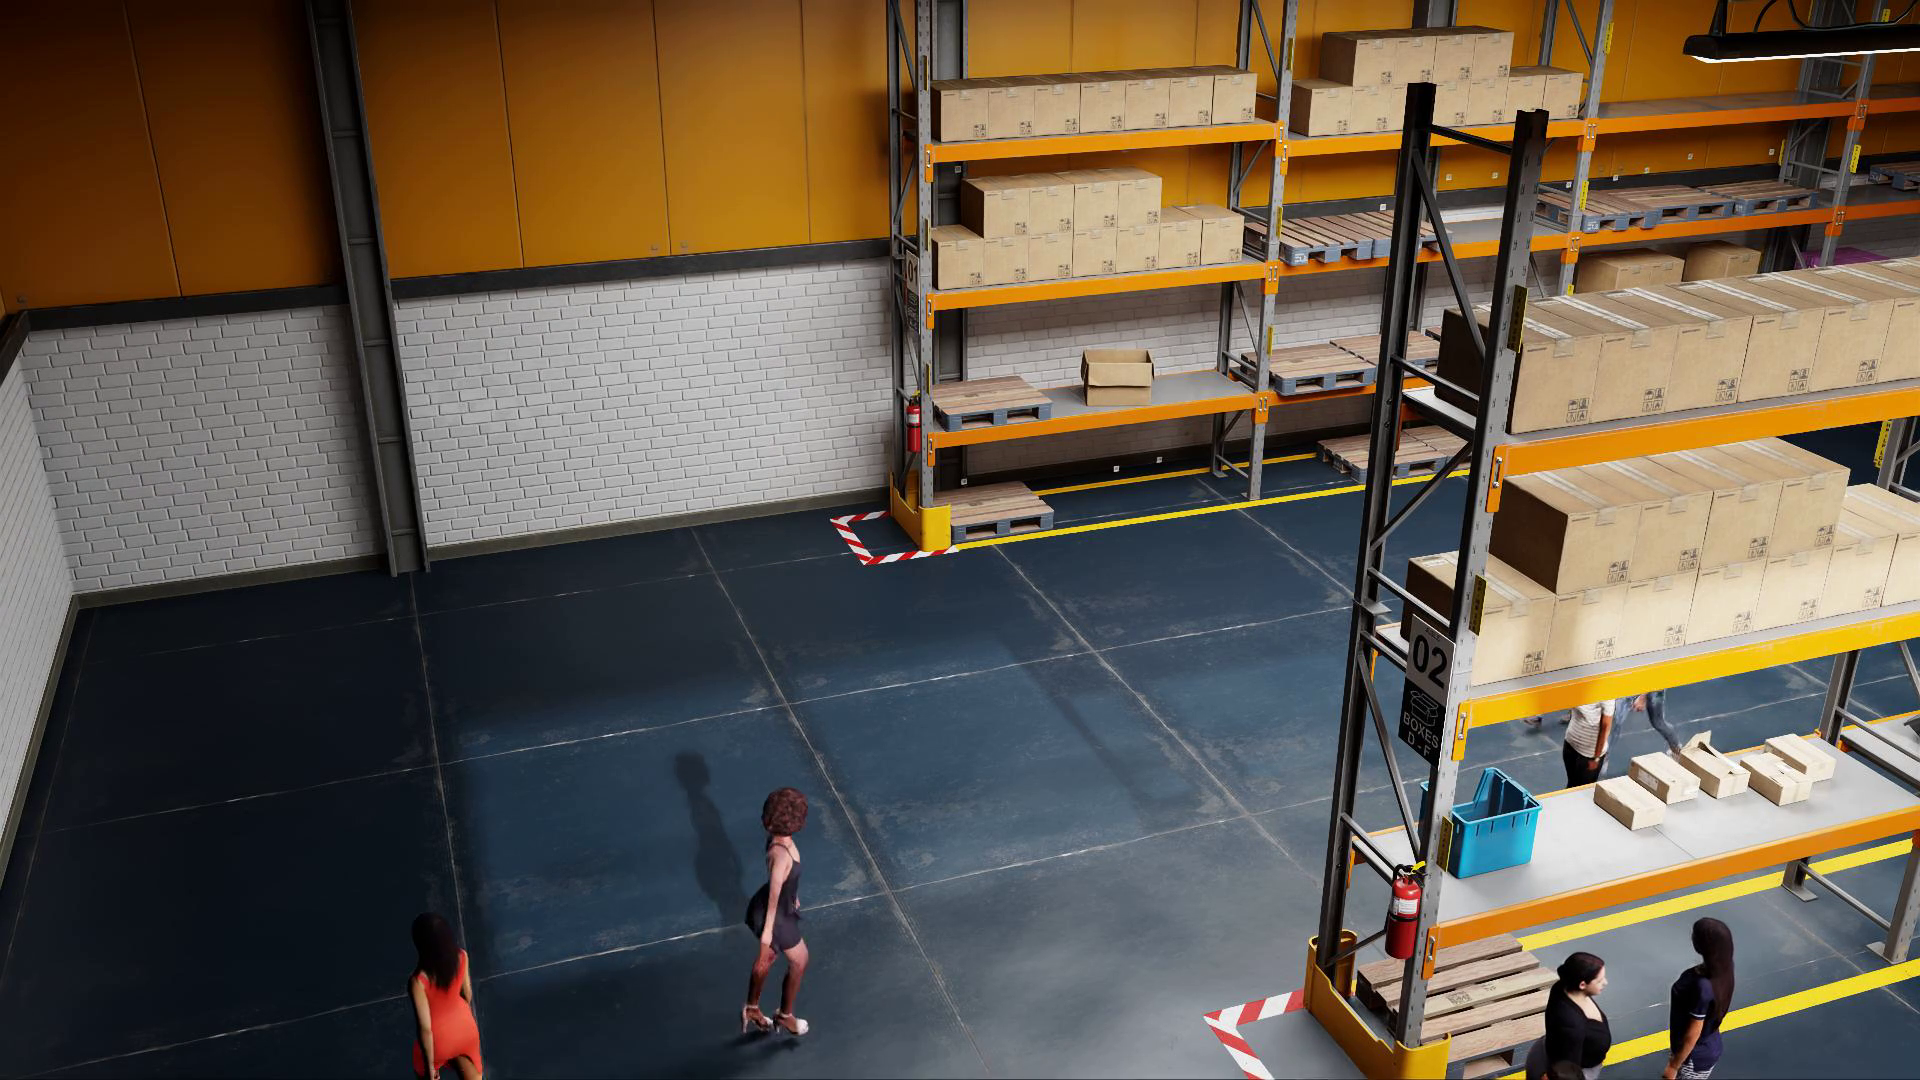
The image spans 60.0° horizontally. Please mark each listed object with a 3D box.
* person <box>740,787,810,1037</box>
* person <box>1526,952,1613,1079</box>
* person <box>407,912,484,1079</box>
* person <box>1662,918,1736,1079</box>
[{"bbox_3d":[-1.229,2.408,10.497,0.747,1.749,0.604,-2,24,-5],"label":"person"},{"bbox_3d":[3.281,2.985,9.166,0.816,1.757,0.784,6,24,14],"label":"person"},{"bbox_3d":[-2.857,2.902,9.473,1.105,1.663,1.149,16,28,31],"label":"person"},{"bbox_3d":[4.142,2.888,9.377,0.715,1.767,0.599,21,31,40],"label":"person"}]
